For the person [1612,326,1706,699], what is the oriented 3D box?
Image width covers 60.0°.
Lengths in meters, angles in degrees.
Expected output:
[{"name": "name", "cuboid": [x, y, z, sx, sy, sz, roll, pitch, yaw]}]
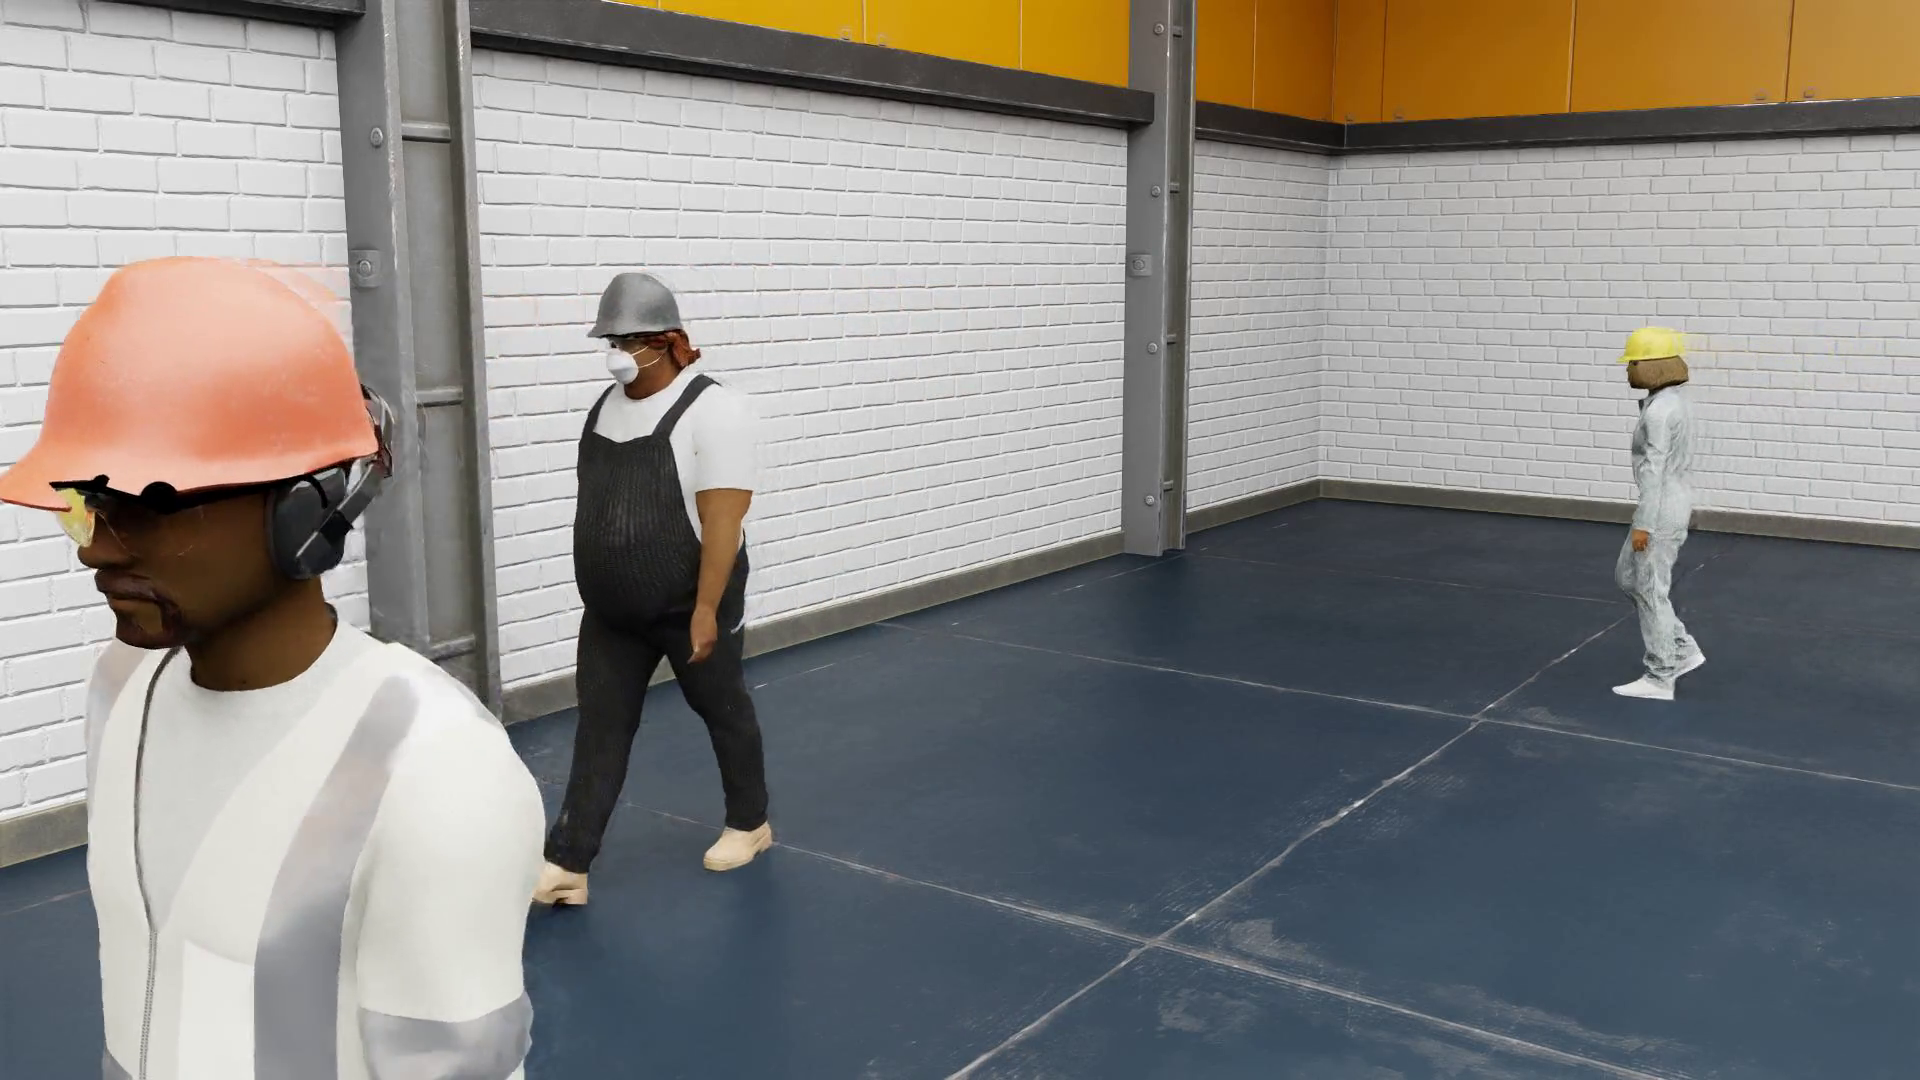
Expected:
[{"name": "person", "cuboid": [3.183, -0.116, 7.658, 0.377, 1.722, 0.502, 5, 11, 26]}]

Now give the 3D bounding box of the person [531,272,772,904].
[{"name": "person", "cuboid": [-0.981, 0.128, 5.278, 0.694, 2.000, 1.015, 6, 11, 31]}]

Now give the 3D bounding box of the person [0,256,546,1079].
[{"name": "person", "cuboid": [-0.668, 0.749, 1.626, 0.627, 2.024, 0.422, 6, 11, 34]}]
